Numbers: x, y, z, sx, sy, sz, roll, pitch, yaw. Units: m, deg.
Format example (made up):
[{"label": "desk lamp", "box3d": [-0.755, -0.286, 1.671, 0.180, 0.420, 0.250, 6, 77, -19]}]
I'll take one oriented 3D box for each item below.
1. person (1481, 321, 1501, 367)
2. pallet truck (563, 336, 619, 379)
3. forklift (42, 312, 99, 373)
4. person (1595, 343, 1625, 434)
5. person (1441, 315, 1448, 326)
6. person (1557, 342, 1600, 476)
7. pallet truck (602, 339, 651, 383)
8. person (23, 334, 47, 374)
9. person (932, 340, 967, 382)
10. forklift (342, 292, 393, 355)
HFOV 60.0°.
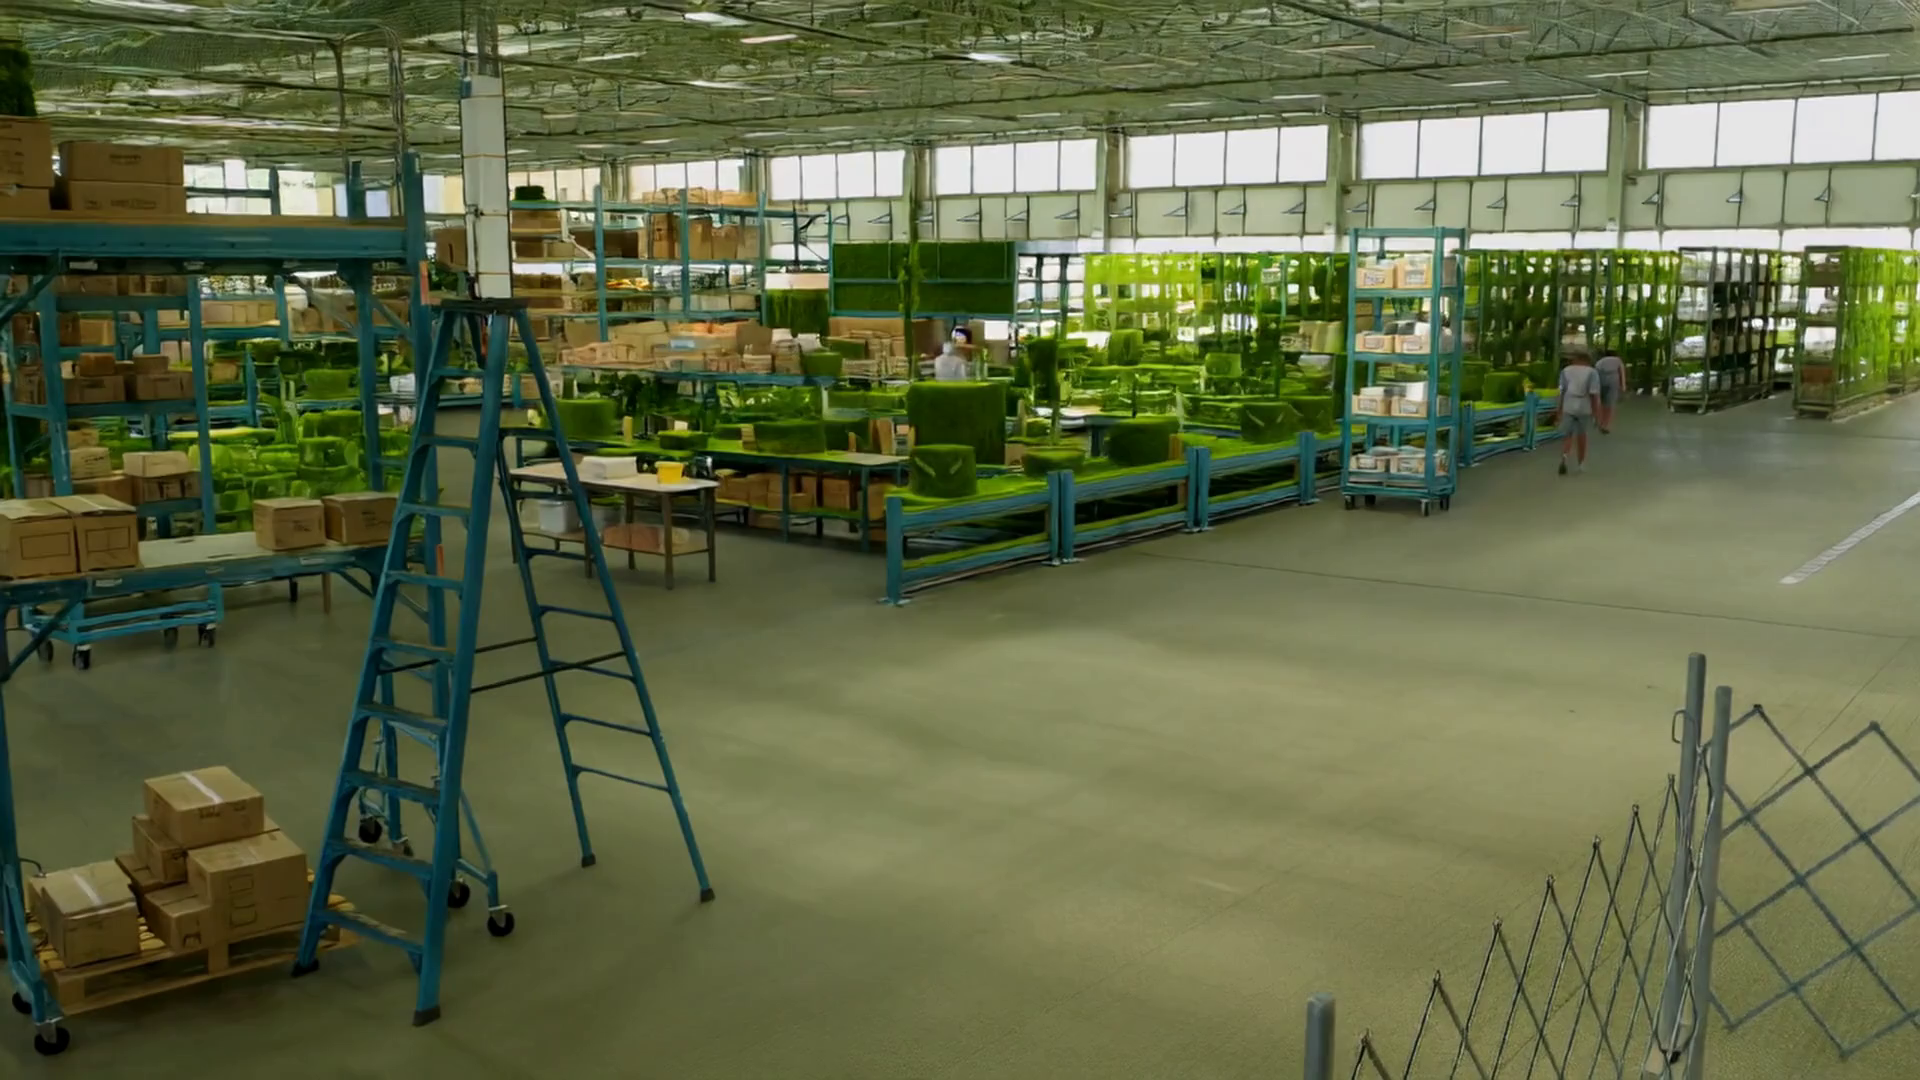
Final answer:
[{"label": "person", "box3d": [13.966, -4.876, 43.806, 0.602, 1.813, 0.586, 9, 13, 43]}, {"label": "pallet truck", "box3d": [-10.690, -5.294, 48.215, 1.601, 1.201, 0.680, -5, 10, -26]}, {"label": "forklift", "box3d": [-23.779, -5.451, 44.052, 1.873, 2.768, 1.129, 7, 11, 36]}, {"label": "person", "box3d": [12.365, -2.909, 31.768, 0.527, 1.725, 0.884, 0, 9, -1]}, {"label": "person", "box3d": [13.693, -5.479, 47.150, 1.029, 1.948, 0.639, 4, 10, 22]}, {"label": "person", "box3d": [9.245, -1.956, 24.953, 0.613, 2.016, 0.873, 5, 10, 30]}, {"label": "pallet truck", "box3d": [-8.991, -4.871, 45.351, 0.653, 1.274, 1.630, 7, 11, 37]}, {"label": "person", "box3d": [-22.342, -4.186, 40.216, 0.513, 1.564, 0.879, -4, 10, -25]}, {"label": "person", "box3d": [-0.168, -2.505, 28.747, 0.644, 1.898, 0.397, 4, 10, 24]}, {"label": "forklift", "box3d": [-16.485, -5.622, 45.120, 1.129, 2.768, 1.873, 7, 11, 37]}]
